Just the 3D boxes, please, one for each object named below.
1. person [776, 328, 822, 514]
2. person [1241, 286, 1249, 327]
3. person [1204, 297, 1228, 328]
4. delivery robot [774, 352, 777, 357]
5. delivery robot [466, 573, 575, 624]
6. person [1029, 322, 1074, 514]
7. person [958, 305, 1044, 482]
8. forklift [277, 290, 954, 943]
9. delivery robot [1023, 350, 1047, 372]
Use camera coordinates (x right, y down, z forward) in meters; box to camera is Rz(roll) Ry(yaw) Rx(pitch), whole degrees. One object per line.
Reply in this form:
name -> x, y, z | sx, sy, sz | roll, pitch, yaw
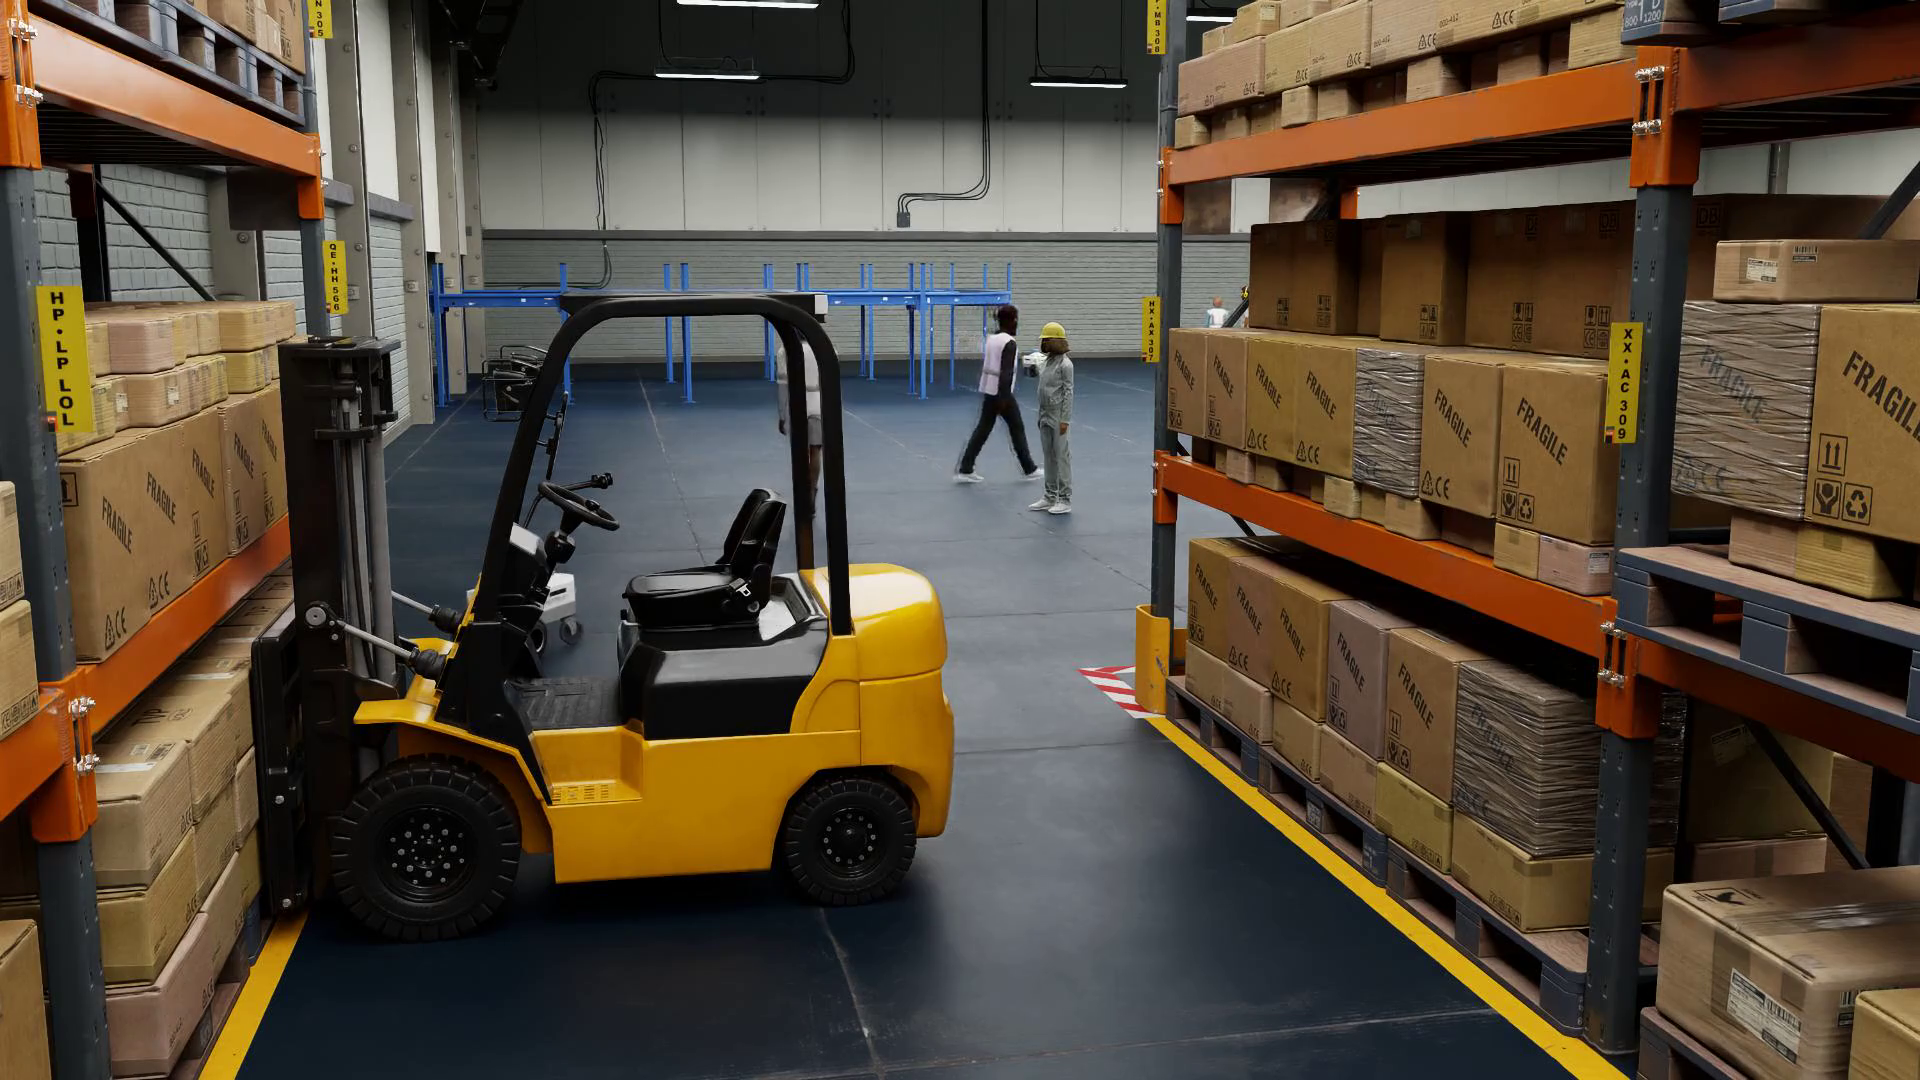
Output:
person -> -1.411, -1.204, 15.337 | 0.553, 1.900, 0.988 | 0, 9, -1
person -> 5.694, -4.110, 33.120 | 0.328, 1.872, 0.514 | 4, 10, 24
person -> 5.543, -4.440, 35.880 | 0.514, 1.616, 0.715 | -2, 10, -13
delivery robot -> -3.670, -4.060, 35.865 | 0.698, 0.223, 0.335 | 1, 9, 4
delivery robot -> -2.579, 0.347, 9.791 | 0.477, 0.478, 0.707 | 3, 10, 20
person -> 0.854, -1.124, 15.301 | 0.296, 1.744, 0.484 | -5, 11, -28
person -> 0.433, -1.537, 17.493 | 1.039, 1.859, 0.600 | -4, 10, -24
forklift -> -1.179, 0.175, 6.143 | 2.313, 2.155, 1.214 | -2, 10, -12
delivery robot -> 1.605, -3.715, 34.552 | 0.477, 0.478, 0.707 | -5, 11, -27
